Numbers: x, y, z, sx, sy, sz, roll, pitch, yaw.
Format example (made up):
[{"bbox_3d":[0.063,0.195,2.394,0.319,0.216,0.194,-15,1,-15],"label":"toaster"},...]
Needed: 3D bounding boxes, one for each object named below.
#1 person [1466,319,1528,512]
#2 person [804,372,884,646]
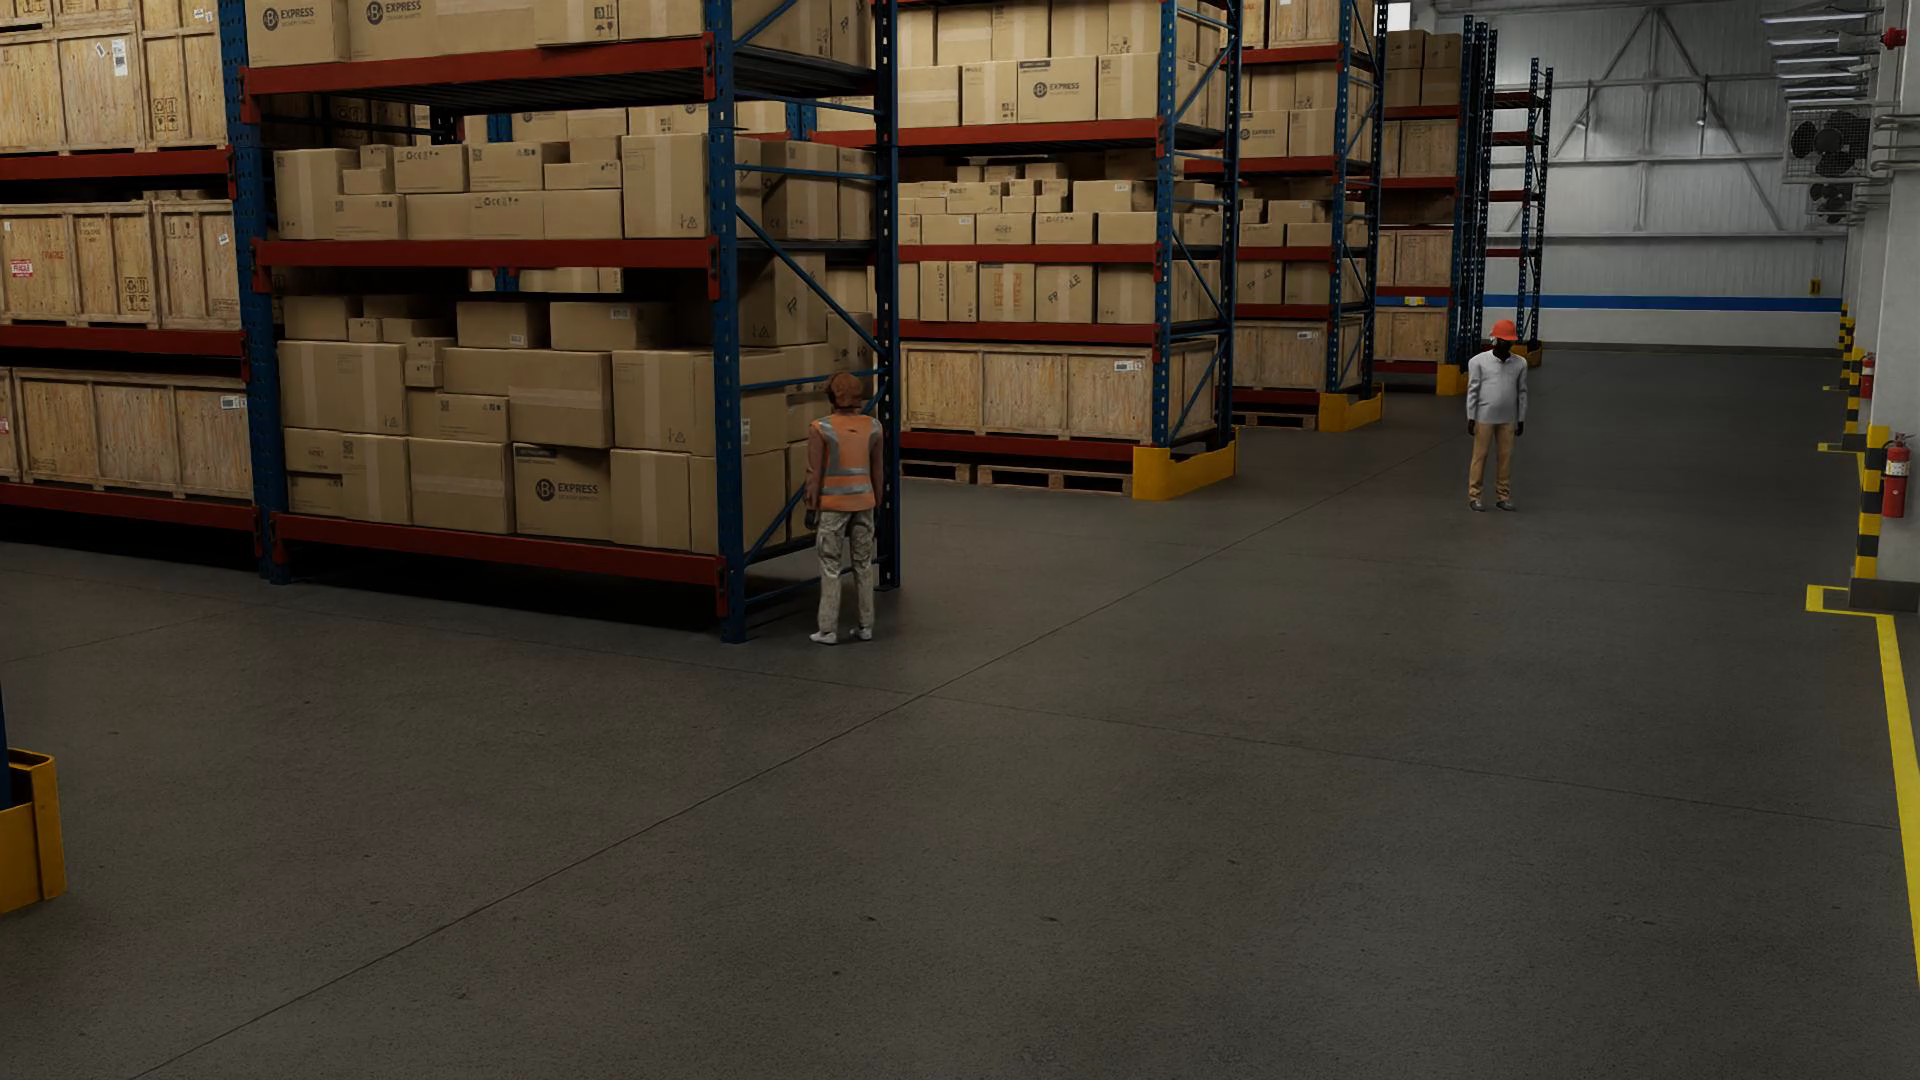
[{"bbox_3d":[4.854,-1.120,15.019,0.564,1.743,0.351,-1,10,-4],"label":"person"},{"bbox_3d":[-0.680,-0.184,9.928,0.525,1.630,0.313,-6,12,-33],"label":"person"}]
